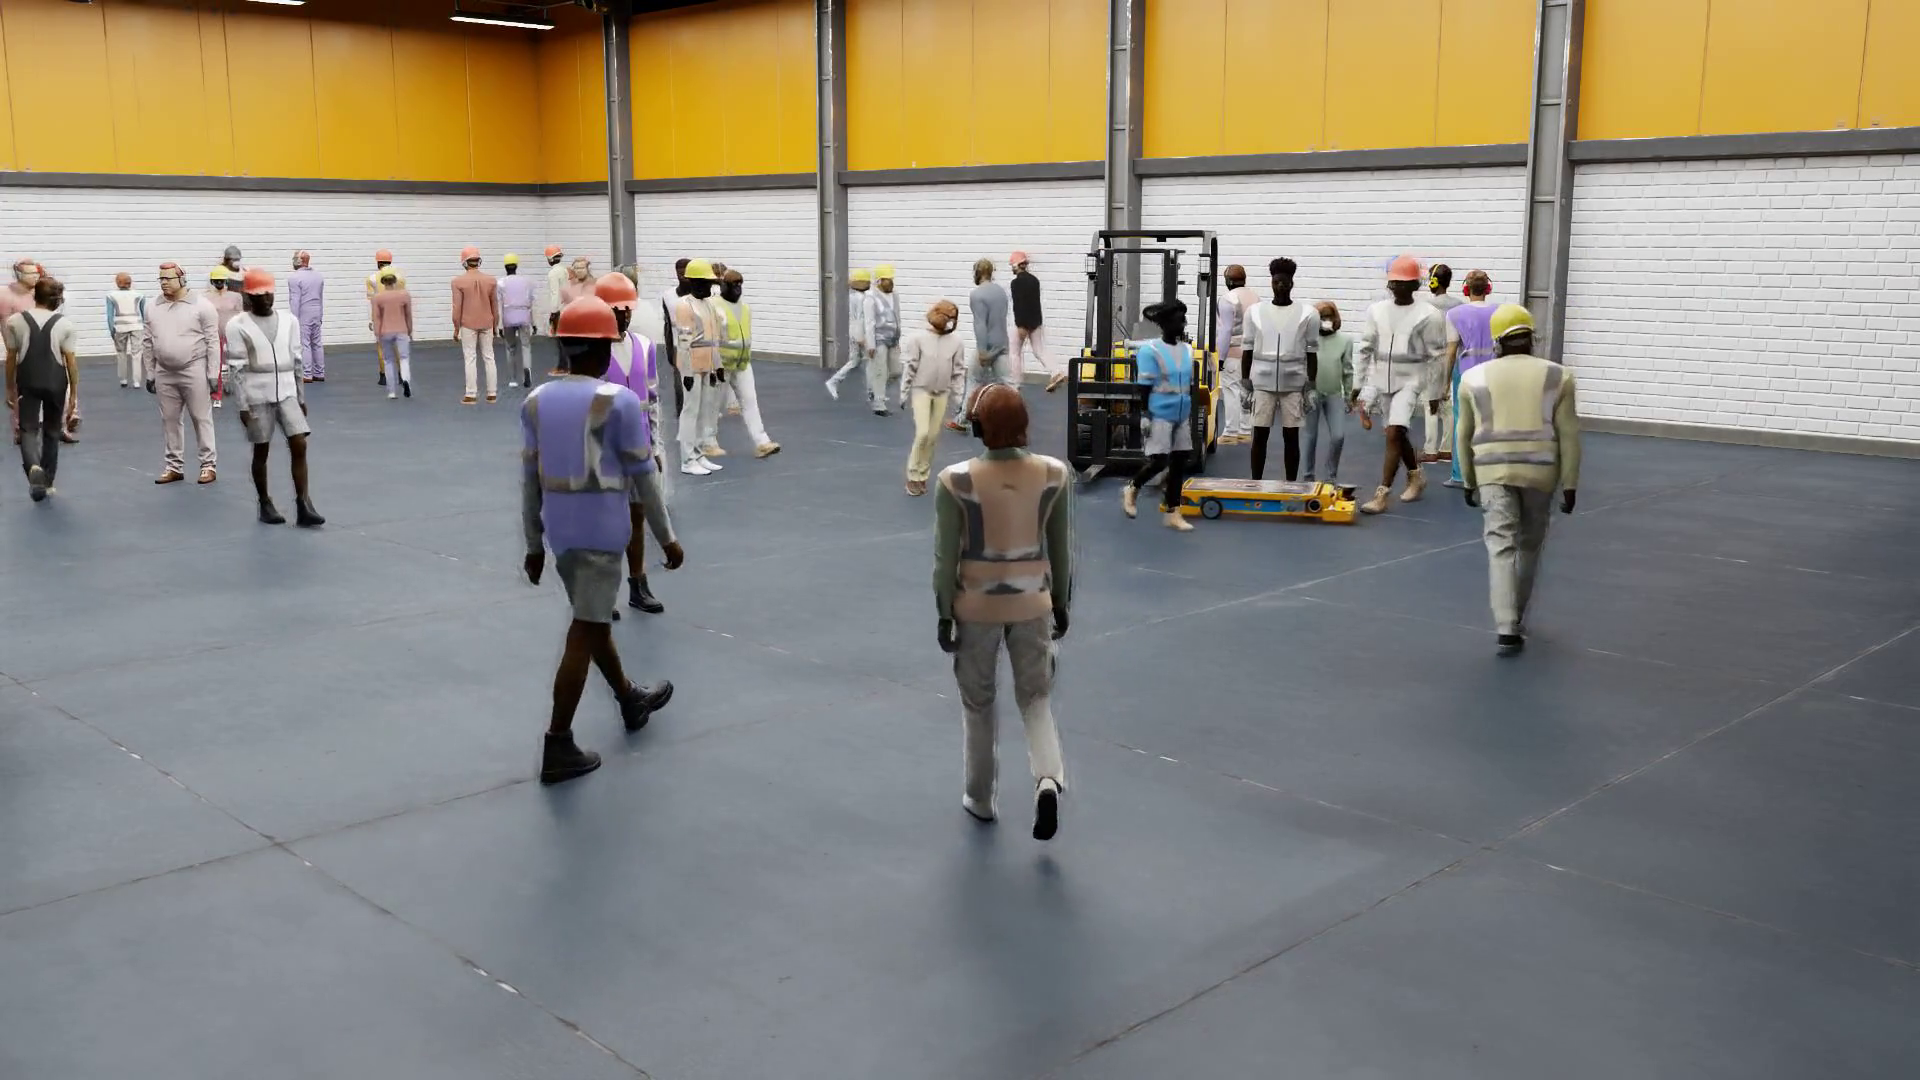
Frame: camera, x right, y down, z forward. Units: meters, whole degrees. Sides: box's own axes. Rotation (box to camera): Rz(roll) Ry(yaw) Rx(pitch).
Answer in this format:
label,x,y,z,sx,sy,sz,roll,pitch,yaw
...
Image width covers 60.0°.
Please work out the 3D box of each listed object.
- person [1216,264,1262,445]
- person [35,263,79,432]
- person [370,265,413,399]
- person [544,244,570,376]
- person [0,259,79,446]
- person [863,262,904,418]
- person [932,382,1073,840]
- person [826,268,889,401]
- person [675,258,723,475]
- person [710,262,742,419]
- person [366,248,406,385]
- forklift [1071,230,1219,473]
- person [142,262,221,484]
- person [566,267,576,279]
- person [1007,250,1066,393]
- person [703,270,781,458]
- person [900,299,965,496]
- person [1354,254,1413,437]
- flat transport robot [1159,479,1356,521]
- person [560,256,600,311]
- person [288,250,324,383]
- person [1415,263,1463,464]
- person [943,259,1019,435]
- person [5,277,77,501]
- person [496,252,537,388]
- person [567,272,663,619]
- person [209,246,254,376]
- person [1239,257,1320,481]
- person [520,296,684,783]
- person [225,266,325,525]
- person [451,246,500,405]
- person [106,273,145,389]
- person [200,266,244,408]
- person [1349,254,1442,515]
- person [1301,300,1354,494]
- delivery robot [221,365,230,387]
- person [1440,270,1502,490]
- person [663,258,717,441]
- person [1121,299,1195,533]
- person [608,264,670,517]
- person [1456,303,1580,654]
label,x,y,z,sx,sy,sz,roll,pitch,yaw
person,2.801,-1.885,16.979,0.430,1.841,0.624,10,14,43
person,-9.942,-2.092,18.108,0.902,1.851,0.574,10,14,43
person,-7.331,-2.677,21.528,0.519,1.746,0.665,-4,11,-22
person,-6.124,-3.494,25.332,0.391,1.991,0.613,1,10,6
person,-9.350,-1.880,16.816,0.702,1.887,0.649,5,11,24
person,-0.903,-2.328,19.452,0.462,1.817,0.612,7,13,35
person,0.162,0.258,5.857,0.526,1.619,0.613,-3,11,-14
person,-1.332,-2.639,21.410,0.752,1.714,0.493,-2,11,-12
person,-2.339,-1.554,14.927,0.388,1.927,0.589,2,11,12
person,-2.734,-2.325,19.453,0.866,1.807,0.651,-7,13,-34
person,-8.174,-3.180,23.755,0.551,1.940,0.351,-5,11,-24
forklift,1.804,-1.825,15.677,1.214,2.155,2.313,2,11,13
person,-6.700,-1.428,14.297,0.650,1.906,0.401,0,10,1
person,-6.541,-3.775,27.939,0.767,1.603,0.516,10,14,42
person,0.993,-2.921,22.367,0.927,1.944,0.636,10,14,42
person,-2.148,-1.661,15.861,0.955,1.793,0.623,9,14,41
person,-0.207,-1.169,13.681,0.550,1.603,0.539,-4,11,-23
person,4.561,-2.056,17.640,0.550,1.933,0.628,10,14,43
flat transport robot,2.283,-0.319,12.713,1.431,0.197,0.652,3,11,15
person,-4.725,-2.660,21.091,0.648,1.879,0.746,-1,10,-7
person,-9.502,-3.233,24.124,0.410,1.913,0.651,3,11,17
person,4.471,-1.649,15.606,0.510,1.871,0.328,-7,12,-32
person,0.277,-2.015,17.566,1.030,1.876,0.637,8,13,36
person,-7.343,-1.195,13.323,0.563,1.804,0.800,-5,11,-25
person,-6.185,-3.055,23.188,0.599,1.903,0.753,-4,11,-22
person,-1.896,-0.518,9.279,0.541,1.929,0.380,-10,14,-42
person,-10.735,-3.416,24.771,1.044,2.000,0.688,7,12,32
person,2.493,-1.209,12.949,0.641,1.963,0.363,2,11,13
person,-1.443,-0.034,6.752,0.568,1.883,0.993,6,12,30
person,-4.976,-1.025,12.105,0.558,1.901,0.835,-10,14,-43
person,-6.129,-2.712,21.054,0.611,1.996,0.375,-8,13,-38
person,-11.673,-2.937,23.353,0.521,1.607,0.793,-5,12,-27
person,-9.135,-2.514,20.632,0.518,1.756,0.353,-6,12,-30
person,3.460,-1.222,12.978,0.619,2.001,1.058,10,14,44
person,2.941,-1.126,13.439,0.535,1.612,0.540,-1,10,-4
delivery robot,-10.034,-2.213,22.009,0.707,0.478,0.477,3,11,15
person,4.319,-1.333,13.956,0.564,1.841,0.391,-2,11,-10
person,-2.793,-1.971,17.321,0.615,1.889,0.733,0,10,-2
person,1.460,-0.901,12.011,0.547,1.683,0.509,-8,13,-36
person,-2.577,-1.114,12.581,0.836,1.909,0.640,4,11,20
person,2.903,-0.338,8.696,0.610,1.777,0.877,3,11,15
